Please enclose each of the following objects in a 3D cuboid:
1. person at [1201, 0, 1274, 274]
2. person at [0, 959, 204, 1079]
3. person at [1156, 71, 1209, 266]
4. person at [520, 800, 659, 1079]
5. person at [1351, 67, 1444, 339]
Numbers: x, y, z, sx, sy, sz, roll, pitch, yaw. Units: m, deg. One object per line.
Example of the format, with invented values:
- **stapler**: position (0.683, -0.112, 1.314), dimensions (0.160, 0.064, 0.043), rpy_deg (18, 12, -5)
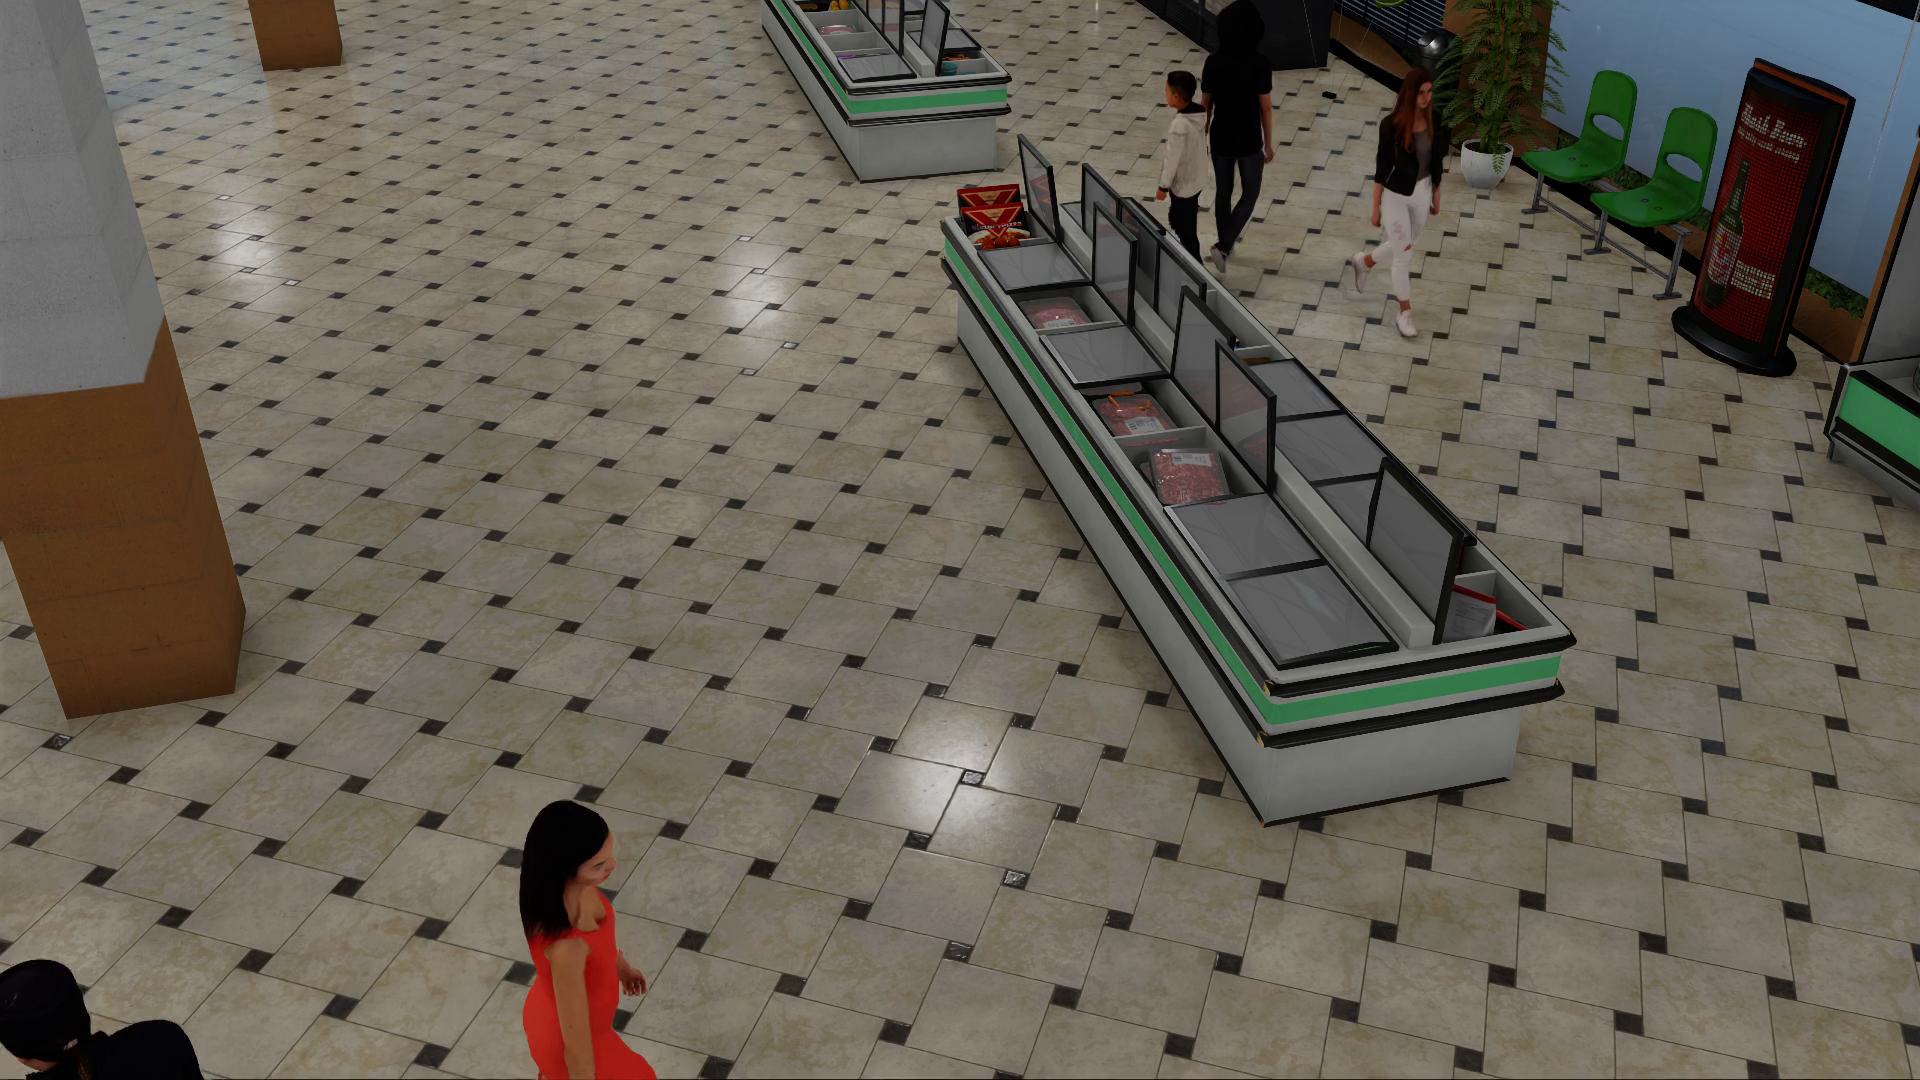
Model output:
- **person**: position (1.834, -2.662, 11.130), dimensions (0.988, 1.817, 1.069), rpy_deg (14, 35, 22)
- **person**: position (-1.960, 1.777, 4.163), dimensions (1.103, 1.639, 1.034), rpy_deg (19, 36, 27)
- **person**: position (1.565, -2.372, 11.024), dimensions (0.741, 1.435, 0.649), rpy_deg (11, 34, 17)
- **person**: position (-1.148, 1.434, 4.653), dimensions (0.780, 1.703, 0.768), rpy_deg (-19, 37, -28)
- **person**: position (2.745, -2.150, 10.446), dimensions (0.671, 1.669, 1.031), rpy_deg (-11, 34, -17)
